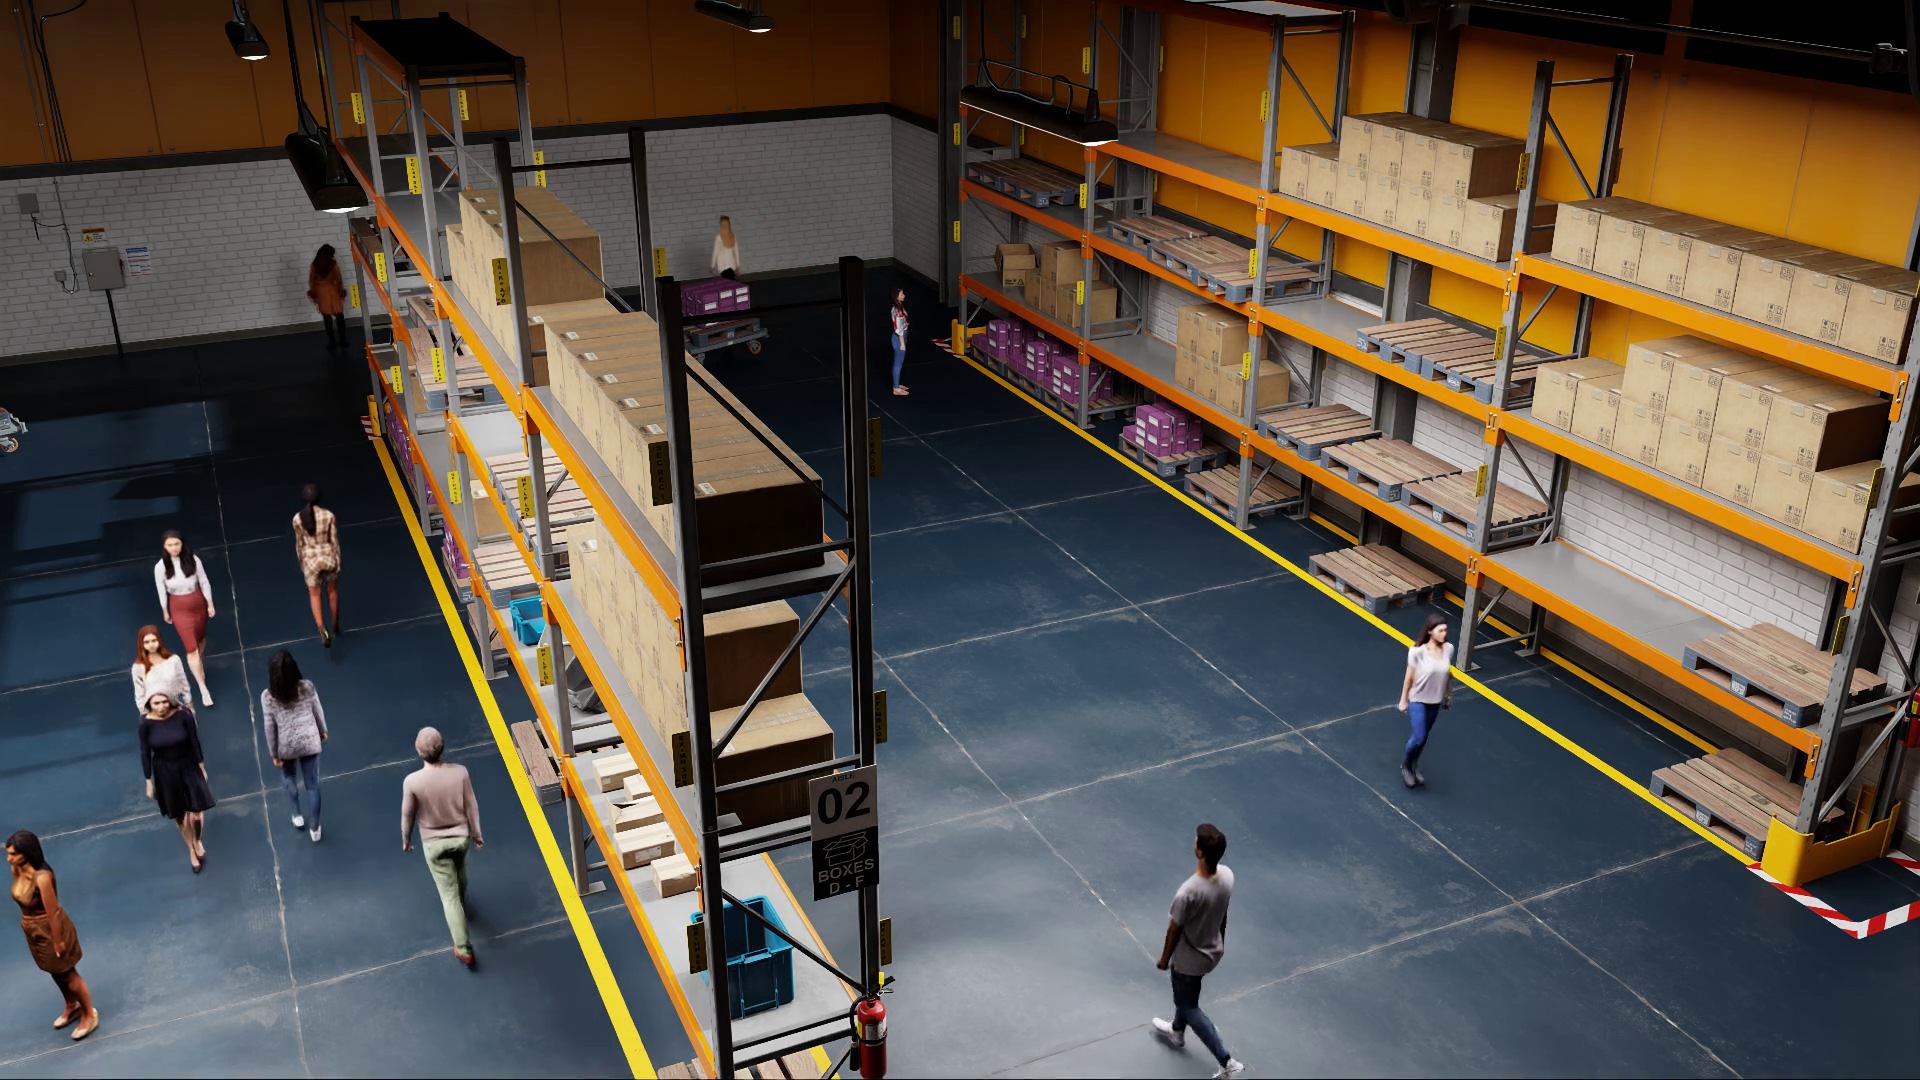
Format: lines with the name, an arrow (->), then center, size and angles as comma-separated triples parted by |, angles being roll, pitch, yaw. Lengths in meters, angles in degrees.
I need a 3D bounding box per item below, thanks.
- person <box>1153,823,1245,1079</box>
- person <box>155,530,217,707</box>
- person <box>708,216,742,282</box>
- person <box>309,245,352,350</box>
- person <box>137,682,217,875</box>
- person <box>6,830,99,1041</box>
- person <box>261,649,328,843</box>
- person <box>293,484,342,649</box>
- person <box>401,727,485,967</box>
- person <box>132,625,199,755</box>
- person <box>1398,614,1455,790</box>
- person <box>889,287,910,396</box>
person -> 1.641, 2.794, 11.182 | 0.920, 1.865, 1.198 | -22, 32, -40
person -> -7.495, 0.699, 16.175 | 0.691, 1.704, 1.083 | -13, 27, -28
person -> -3.834, -4.451, 27.846 | 1.274, 1.793, 0.983 | 17, 29, 34
person -> -10.135, -3.889, 26.670 | 0.718, 1.704, 0.567 | -18, 29, -35
person -> -6.308, 1.886, 13.419 | 0.633, 1.737, 0.627 | -10, 26, -23
person -> -6.328, 2.730, 11.553 | 0.610, 1.684, 0.705 | 14, 27, 30
person -> -5.482, 1.739, 13.785 | 0.634, 1.712, 0.702 | -9, 25, -19
person -> -6.537, 0.301, 16.995 | 0.662, 1.777, 0.999 | -7, 25, -15
person -> -3.792, 2.311, 12.347 | 0.779, 1.817, 1.269 | -13, 27, -27
person -> -6.854, 1.487, 14.354 | 0.641, 1.718, 0.710 | -16, 28, -32
person -> 4.028, 1.386, 14.643 | 0.635, 1.672, 0.597 | -9, 25, -19
person -> -0.912, -2.968, 24.675 | 0.716, 1.614, 0.580 | -1, 24, -2
